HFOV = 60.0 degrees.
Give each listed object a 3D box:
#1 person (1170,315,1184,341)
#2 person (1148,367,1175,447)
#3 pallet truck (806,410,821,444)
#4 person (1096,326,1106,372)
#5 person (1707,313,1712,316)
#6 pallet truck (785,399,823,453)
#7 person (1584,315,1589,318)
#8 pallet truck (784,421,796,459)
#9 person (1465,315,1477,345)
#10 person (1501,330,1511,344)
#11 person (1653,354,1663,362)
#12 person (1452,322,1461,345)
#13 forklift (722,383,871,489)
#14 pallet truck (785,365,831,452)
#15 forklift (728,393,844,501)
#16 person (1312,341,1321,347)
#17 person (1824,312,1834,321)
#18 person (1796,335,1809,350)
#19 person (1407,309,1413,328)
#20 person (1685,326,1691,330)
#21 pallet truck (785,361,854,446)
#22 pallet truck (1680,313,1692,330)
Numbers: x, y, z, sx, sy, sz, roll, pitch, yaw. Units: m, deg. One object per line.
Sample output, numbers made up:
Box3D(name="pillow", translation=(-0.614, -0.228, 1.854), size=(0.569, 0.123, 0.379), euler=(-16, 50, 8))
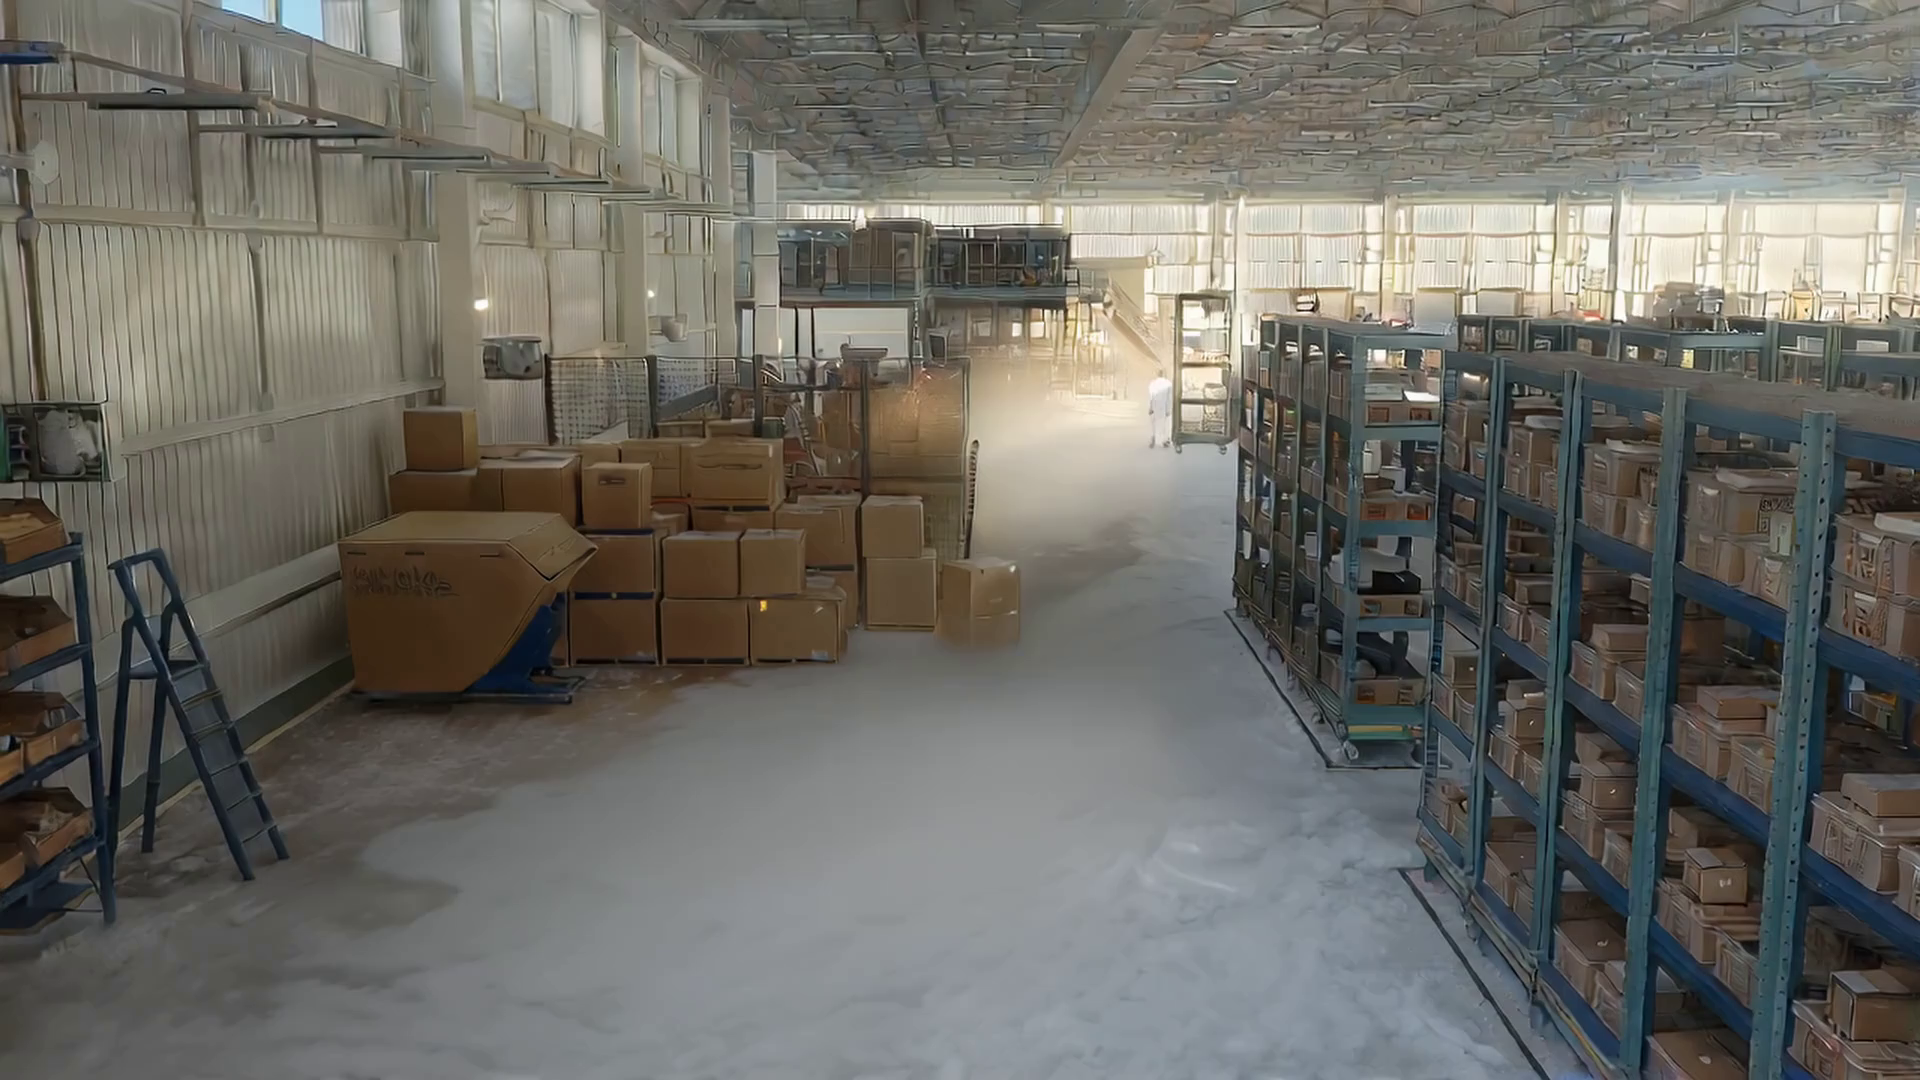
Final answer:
Box3D(name="person", translation=(12.652, -12.466, 96.457), size=(0.977, 1.903, 0.611), euler=(-7, 12, -39))
Box3D(name="person", translation=(4.666, -3.071, 38.569), size=(0.655, 1.891, 0.666), euler=(3, 10, 20))
Box3D(name="pallet truck", translation=(-3.559, -2.018, 33.905), size=(1.522, 1.261, 0.704), euler=(0, 9, -1))
Box3D(name="person", translation=(5.751, -7.780, 67.784), size=(0.351, 1.837, 0.503), euler=(-2, 9, -9))
Box3D(name="person", translation=(39.022, -10.869, 86.610), size=(0.409, 1.911, 0.596), euler=(-1, 9, -7))
Box3D(name="pallet truck", translation=(-3.814, -2.432, 36.419), size=(1.630, 1.274, 0.653), euler=(0, 9, 1))
Box3D(name="person", translation=(31.052, -10.188, 82.472), size=(0.337, 1.883, 0.584), euler=(-1, 9, -8))
Box3D(name="pallet truck", translation=(-4.013, -1.793, 32.705), size=(1.601, 1.201, 0.680), euler=(0, 9, 1))
Box3D(name="person", translation=(26.654, -10.857, 86.877), size=(0.974, 1.787, 0.643), euler=(1, 9, 8))
Box3D(name="person", translation=(21.419, -7.363, 64.933), size=(0.985, 1.918, 0.612), euler=(1, 9, 8))
Box3D(name="person", translation=(17.735, -3.734, 42.305), size=(0.681, 1.986, 0.969), euler=(0, 9, -2))
Box3D(name="person", translation=(24.157, -9.923, 80.838), size=(0.774, 1.880, 0.650), euler=(5, 10, 28))
Box3D(name="forklift", translation=(-2.893, -1.687, 28.729), size=(2.680, 1.987, 1.157), euler=(0, 9, -1))
Box3D(name="pallet truck", translation=(-3.774, -2.976, 37.635), size=(1.885, 1.965, 0.823), euler=(1, 9, 5))
Box3D(name="forklift", translation=(-2.979, -1.316, 26.476), size=(2.680, 1.987, 1.157), euler=(0, 9, 1))
Box3D(name="person", translation=(13.806, -7.214, 64.044), size=(0.587, 1.913, 0.391), euler=(4, 10, 22))
Box3D(name="person", translation=(46.314, -11.215, 88.738), size=(0.601, 1.908, 0.586), euler=(-2, 10, -15))
Box3D(name="person", translation=(33.209, -7.456, 65.666), size=(0.513, 1.873, 0.328), euler=(8, 12, 42))
Box3D(name="person", translation=(25.588, -12.172, 94.615), size=(0.397, 1.918, 0.588), euler=(5, 11, 29))
Box3D(name="person", translation=(30.264, -8.039, 69.112), size=(0.587, 1.920, 0.391), euler=(-7, 12, -37))
Box3D(name="pallet truck", translation=(-3.410, -3.193, 38.978), size=(1.885, 1.965, 0.823), euler=(0, 9, -1))
Box3D(name="pallet truck", translation=(36.315, -10.531, 84.244), size=(0.823, 1.965, 1.885), euler=(-6, 11, -33))
